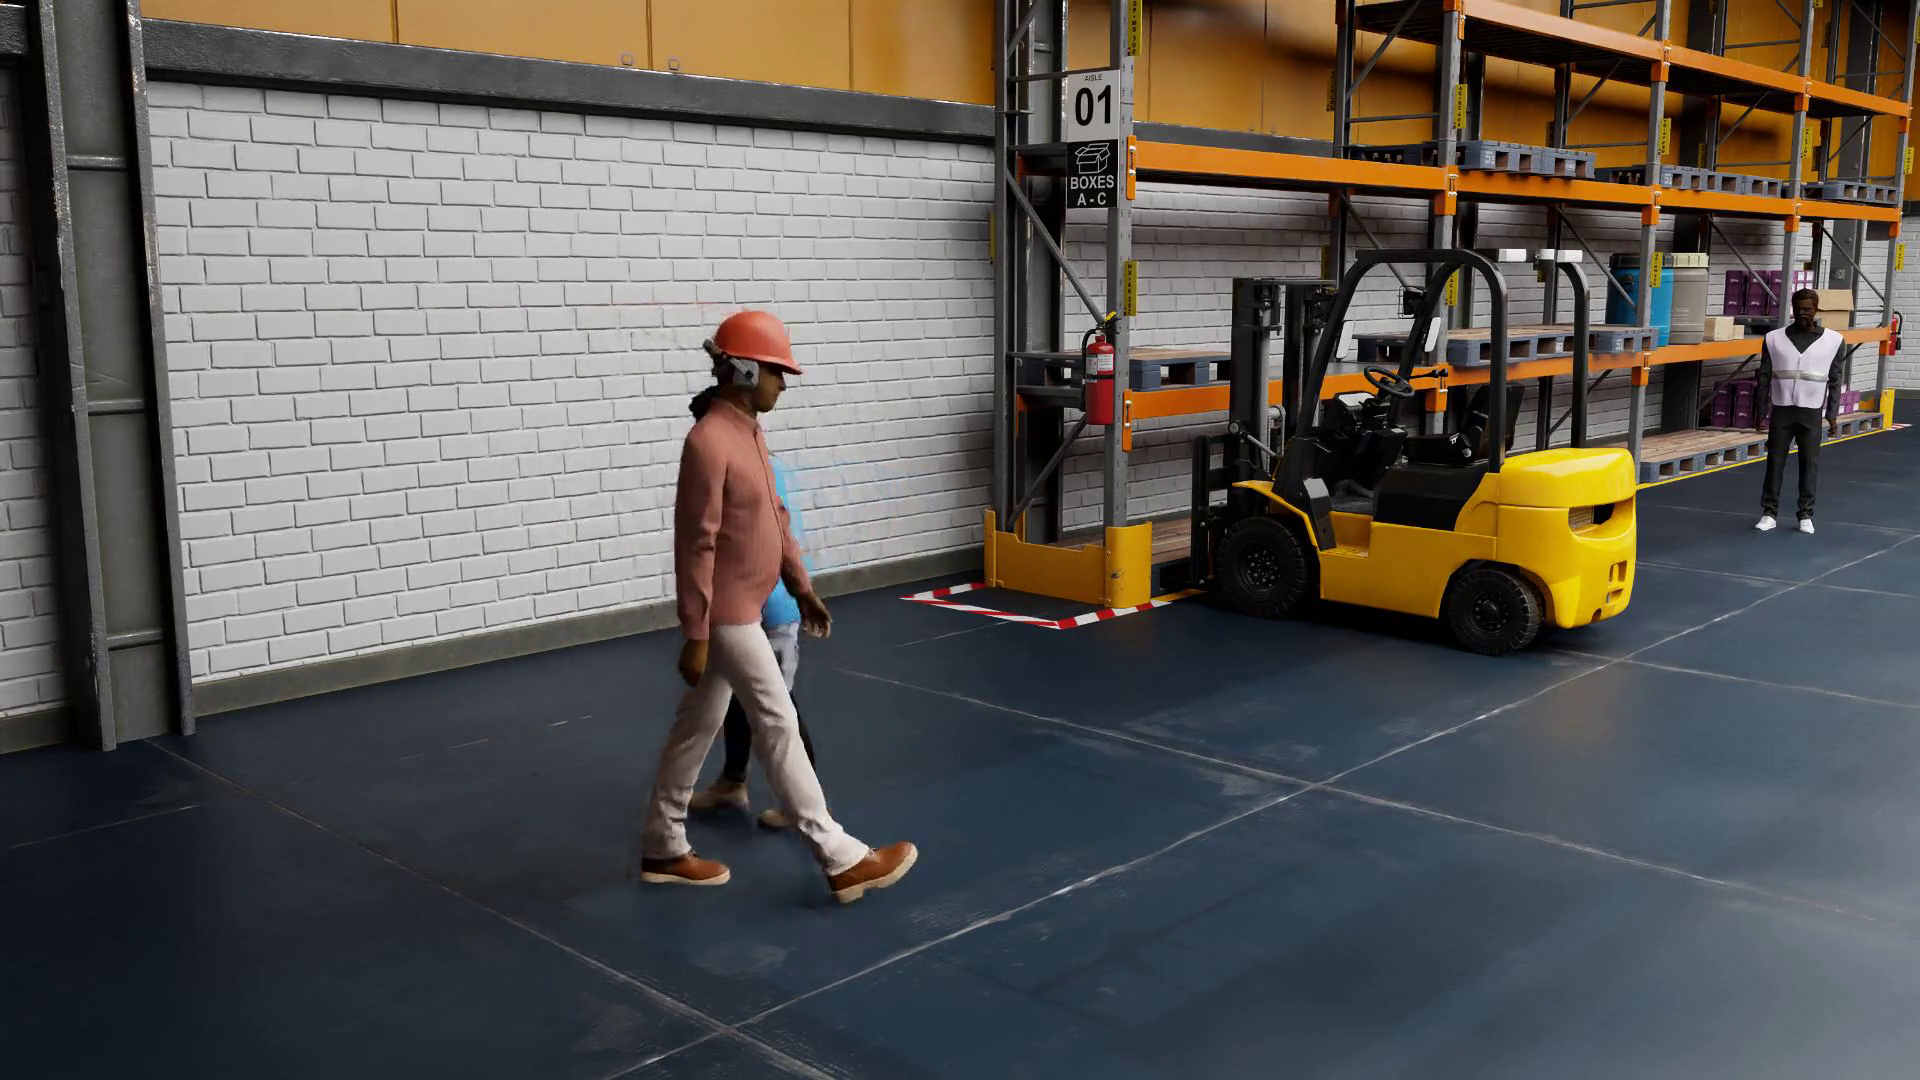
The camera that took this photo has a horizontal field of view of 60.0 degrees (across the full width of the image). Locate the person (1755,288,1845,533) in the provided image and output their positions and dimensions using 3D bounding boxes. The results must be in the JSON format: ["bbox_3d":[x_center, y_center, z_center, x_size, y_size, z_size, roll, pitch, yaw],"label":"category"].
[{"bbox_3d":[6.600,-1.016,13.115,0.597,1.918,0.379,5,11,30],"label":"person"}]

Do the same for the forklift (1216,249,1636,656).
[{"bbox_3d":[2.710,-0.584,9.626,2.313,2.155,1.214,9,13,43],"label":"forklift"}]

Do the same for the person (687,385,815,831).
[{"bbox_3d":[-0.810,0.265,6.054,0.687,1.651,0.570,0,9,1],"label":"person"}]

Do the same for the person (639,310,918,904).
[{"bbox_3d":[-0.634,0.229,5.456,1.002,1.930,0.600,0,9,0],"label":"person"}]
